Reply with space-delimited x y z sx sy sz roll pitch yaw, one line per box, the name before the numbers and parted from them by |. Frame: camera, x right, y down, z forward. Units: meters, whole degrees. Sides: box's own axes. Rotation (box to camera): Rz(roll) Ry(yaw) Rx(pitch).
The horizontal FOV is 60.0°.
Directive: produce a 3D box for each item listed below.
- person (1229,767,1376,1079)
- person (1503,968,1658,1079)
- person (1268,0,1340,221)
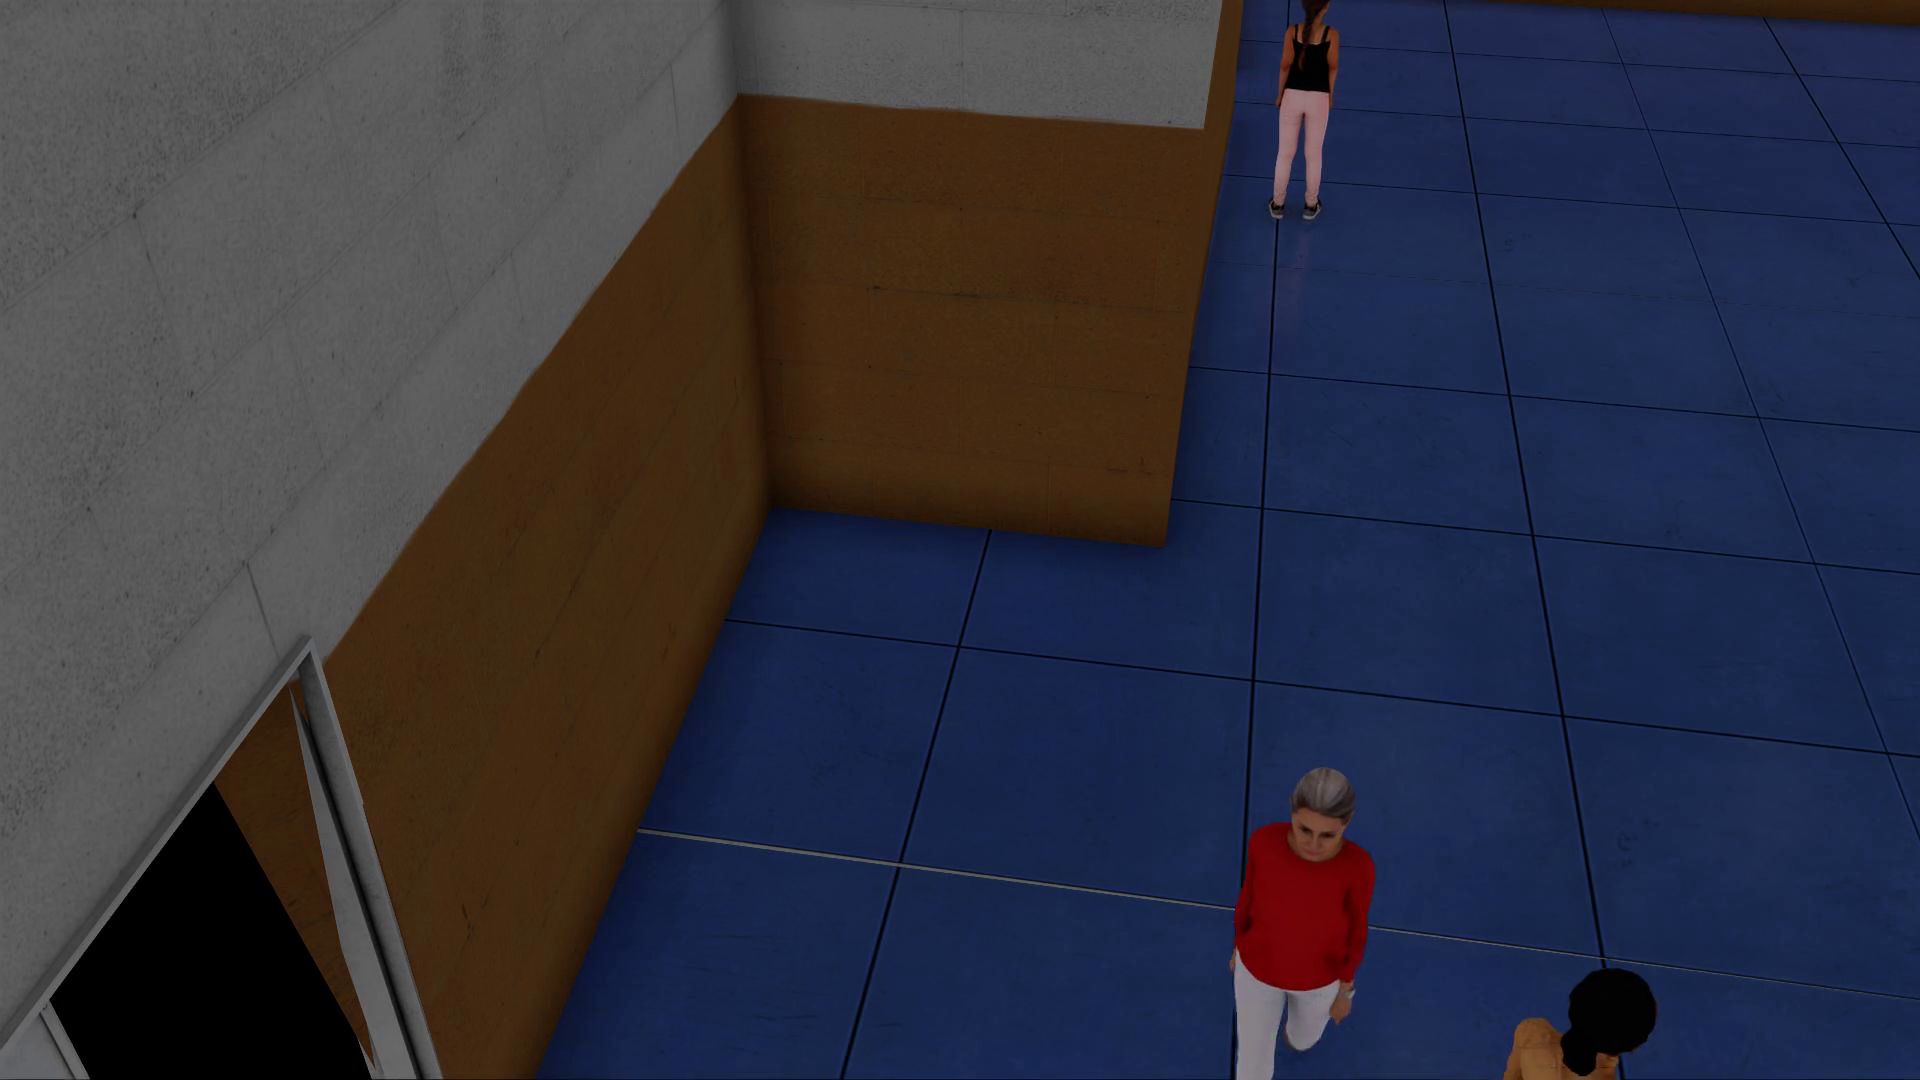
person | 1.051 1.281 5.154 1.046 1.668 0.745 13 39 16
person | 1.517 1.781 4.507 0.809 1.647 0.747 -23 42 -27
person | 2.226 -2.821 10.707 0.457 1.564 0.601 8 38 10
